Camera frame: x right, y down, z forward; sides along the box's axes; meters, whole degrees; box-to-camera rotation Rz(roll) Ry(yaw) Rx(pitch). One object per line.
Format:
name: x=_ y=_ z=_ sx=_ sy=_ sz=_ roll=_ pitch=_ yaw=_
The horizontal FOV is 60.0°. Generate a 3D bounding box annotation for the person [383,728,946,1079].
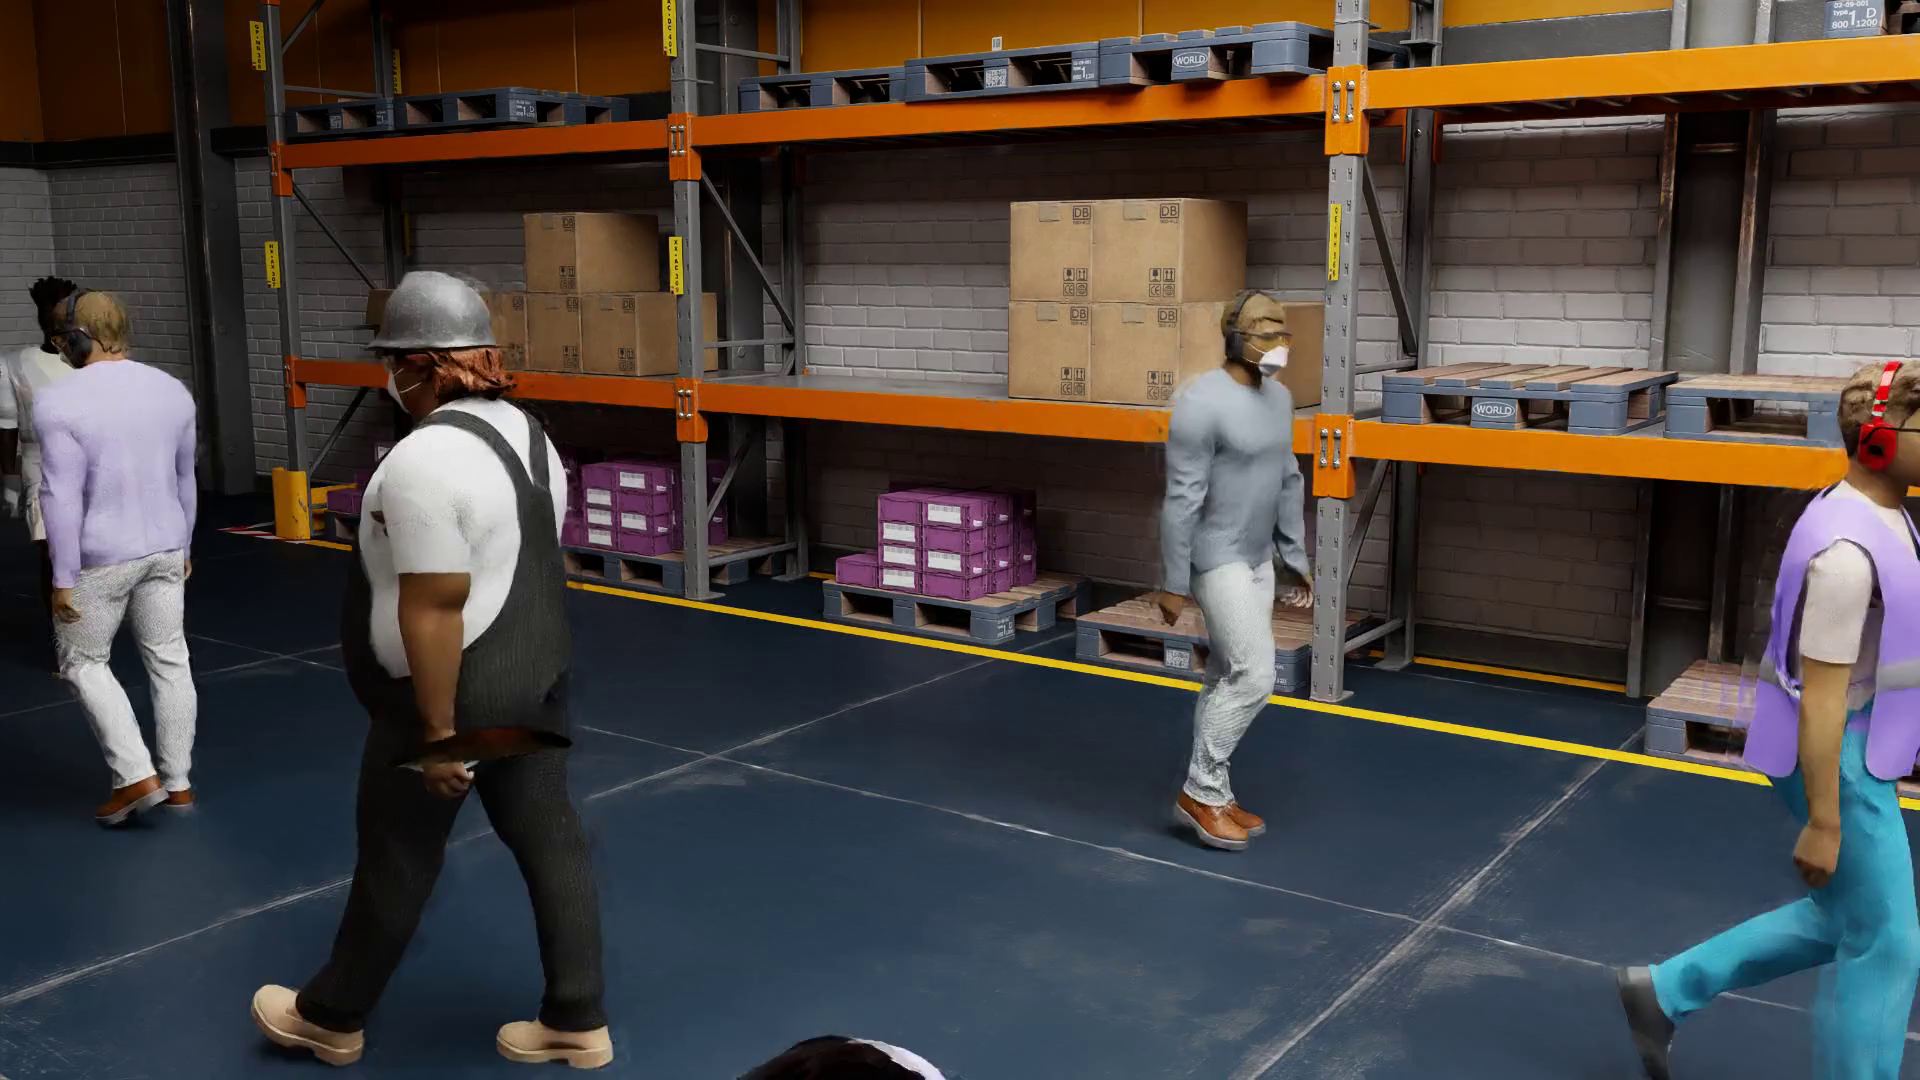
person: x=-0.286 y=0.907 z=1.037 sx=0.769 sy=1.898 sz=0.628 roll=8 pitch=13 yaw=41

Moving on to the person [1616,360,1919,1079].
person: x=1.890 y=0.507 z=3.669 sx=0.709 sy=1.821 sz=0.577 roll=6 pitch=11 yaw=31

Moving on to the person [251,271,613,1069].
person: x=-1.319 y=0.319 z=4.137 sx=0.989 sy=2.000 sz=0.695 roll=3 pitch=10 yaw=15

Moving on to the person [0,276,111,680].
person: x=-4.290 y=-0.299 z=8.084 sx=0.649 sy=1.948 sz=0.548 roll=-6 pitch=11 yaw=-32

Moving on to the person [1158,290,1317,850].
person: x=0.977 y=0.110 z=5.746 sx=0.510 sy=1.921 sz=0.642 roll=7 pitch=12 yaw=35

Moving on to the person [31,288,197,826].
person: x=-2.996 y=0.071 z=5.979 sx=0.440 sy=1.923 sz=0.666 roll=5 pitch=11 yaw=29
